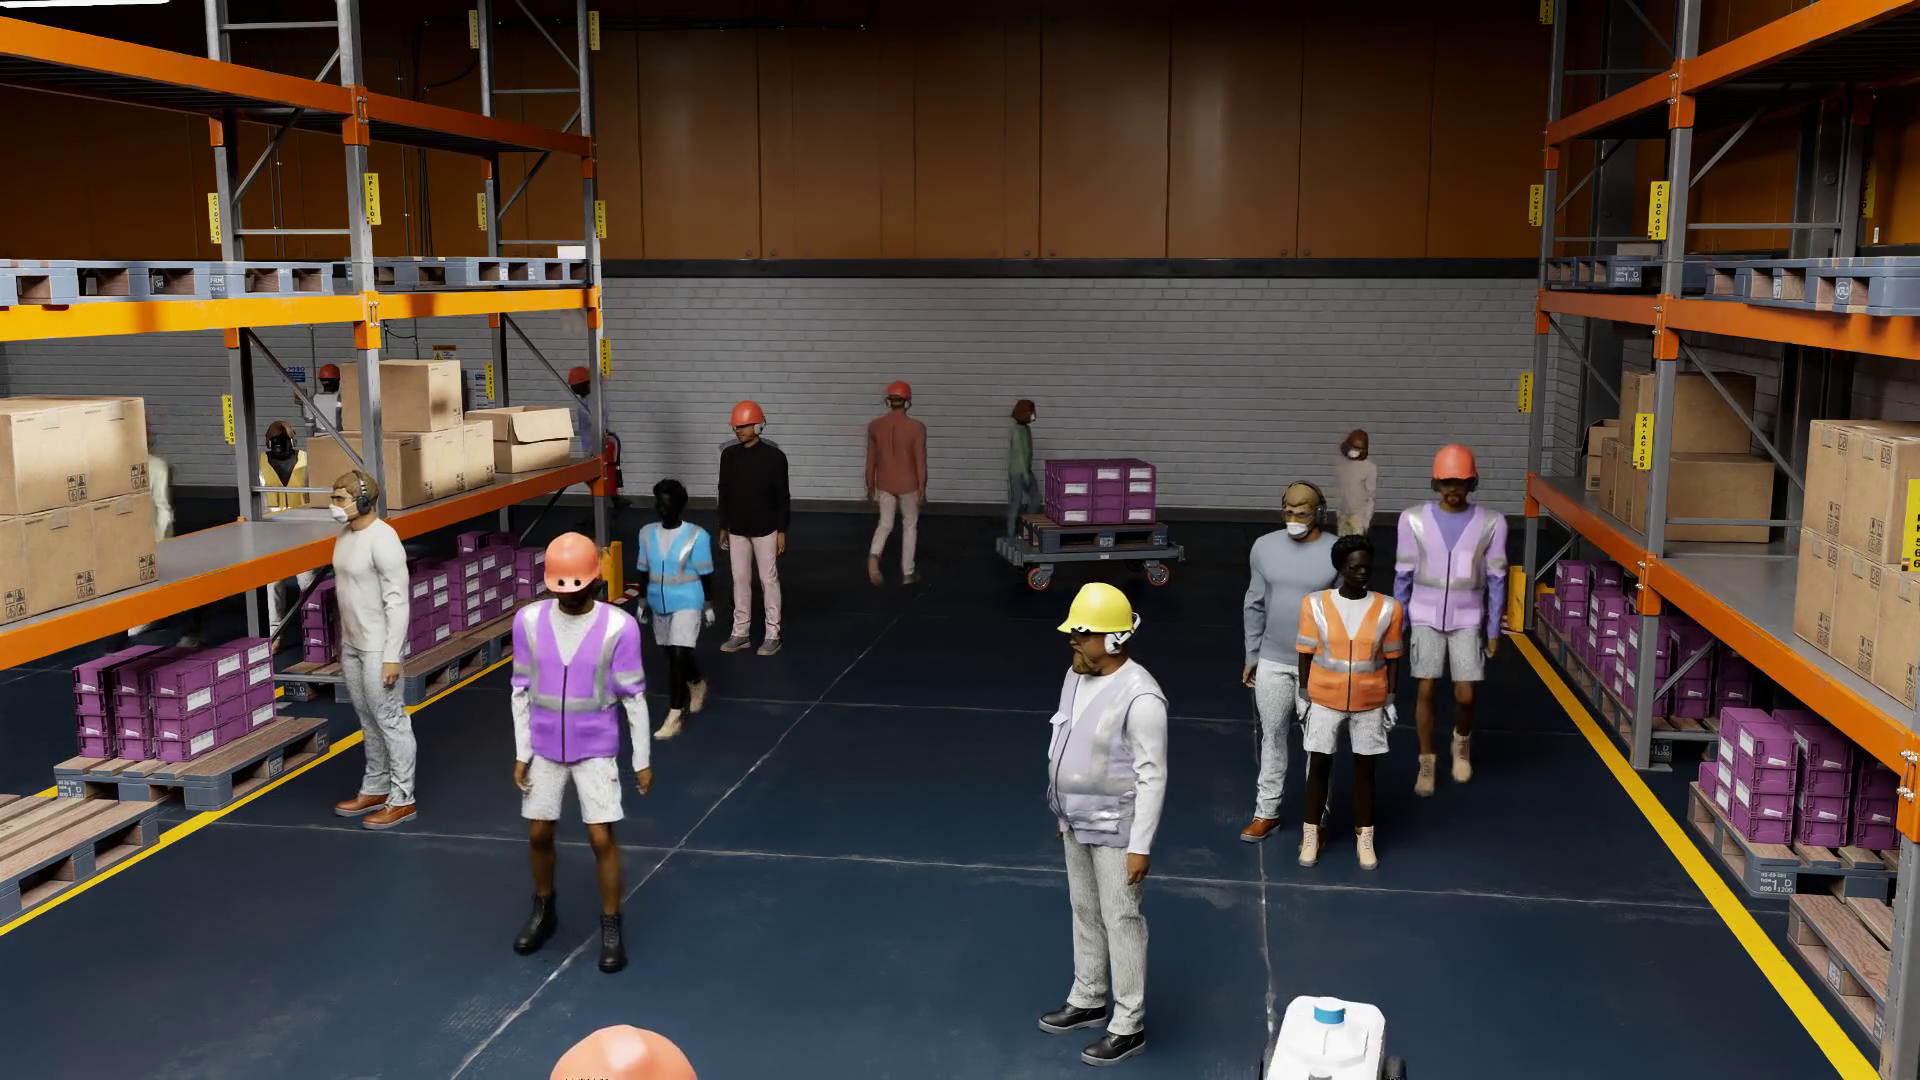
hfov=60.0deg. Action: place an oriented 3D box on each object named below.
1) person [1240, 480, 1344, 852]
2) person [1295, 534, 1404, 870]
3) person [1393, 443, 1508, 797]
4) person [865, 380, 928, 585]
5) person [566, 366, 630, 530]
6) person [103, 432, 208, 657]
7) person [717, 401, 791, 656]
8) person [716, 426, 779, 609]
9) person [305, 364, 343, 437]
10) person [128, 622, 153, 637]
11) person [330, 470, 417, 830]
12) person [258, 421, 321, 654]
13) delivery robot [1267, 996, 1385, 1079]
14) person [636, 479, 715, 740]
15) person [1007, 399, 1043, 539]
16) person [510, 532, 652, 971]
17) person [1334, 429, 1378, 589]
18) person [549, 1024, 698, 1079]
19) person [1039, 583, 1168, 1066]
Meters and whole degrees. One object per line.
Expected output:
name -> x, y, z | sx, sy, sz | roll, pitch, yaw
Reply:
person -> 1.752, 0.645, 8.604 | 0.627, 1.934, 0.370 | 6, 11, 32
person -> 1.938, 0.806, 8.328 | 0.532, 1.700, 0.319 | 2, 9, 9
person -> 2.784, 0.450, 9.509 | 0.618, 2.034, 0.465 | 3, 10, 19
person -> -0.619, -0.517, 15.694 | 0.619, 1.965, 0.783 | 3, 10, 18
person -> -4.209, -1.065, 19.228 | 0.660, 1.907, 0.568 | -4, 10, -25
person -> -6.221, -0.016, 12.698 | 0.612, 1.947, 0.966 | 2, 9, 11
person -> -1.623, -0.091, 12.949 | 0.623, 1.992, 0.396 | 4, 10, 24
person -> -1.869, -0.287, 14.689 | 0.597, 1.821, 0.403 | -4, 10, -24
person -> -7.154, -1.038, 18.974 | 0.548, 1.934, 0.375 | 0, 9, 2
person -> -6.932, -0.069, 13.306 | 0.708, 1.834, 0.994 | 3, 10, 21
person -> -3.171, 0.583, 8.969 | 0.371, 1.939, 0.629 | -8, 12, -42
person -> -5.254, -0.019, 13.012 | 0.628, 1.837, 0.429 | -4, 10, -22
delivery robot -> 1.228, 1.777, 5.568 | 0.477, 0.478, 0.707 | 3, 10, 18
person -> -1.836, 0.407, 10.914 | 0.540, 1.667, 0.826 | 4, 10, 22
person -> 0.714, -0.700, 17.886 | 0.499, 1.611, 0.505 | 4, 10, 23
person -> -1.663, 0.890, 7.158 | 0.692, 1.909, 0.559 | 0, 9, 2
person -> 3.498, -0.209, 14.865 | 0.403, 1.604, 0.632 | -5, 10, -28
person -> -0.475, 1.635, 2.484 | 0.549, 1.936, 0.376 | -6, 11, -35
person -> 0.533, 1.064, 6.328 | 0.404, 1.830, 0.603 | -5, 10, -27
